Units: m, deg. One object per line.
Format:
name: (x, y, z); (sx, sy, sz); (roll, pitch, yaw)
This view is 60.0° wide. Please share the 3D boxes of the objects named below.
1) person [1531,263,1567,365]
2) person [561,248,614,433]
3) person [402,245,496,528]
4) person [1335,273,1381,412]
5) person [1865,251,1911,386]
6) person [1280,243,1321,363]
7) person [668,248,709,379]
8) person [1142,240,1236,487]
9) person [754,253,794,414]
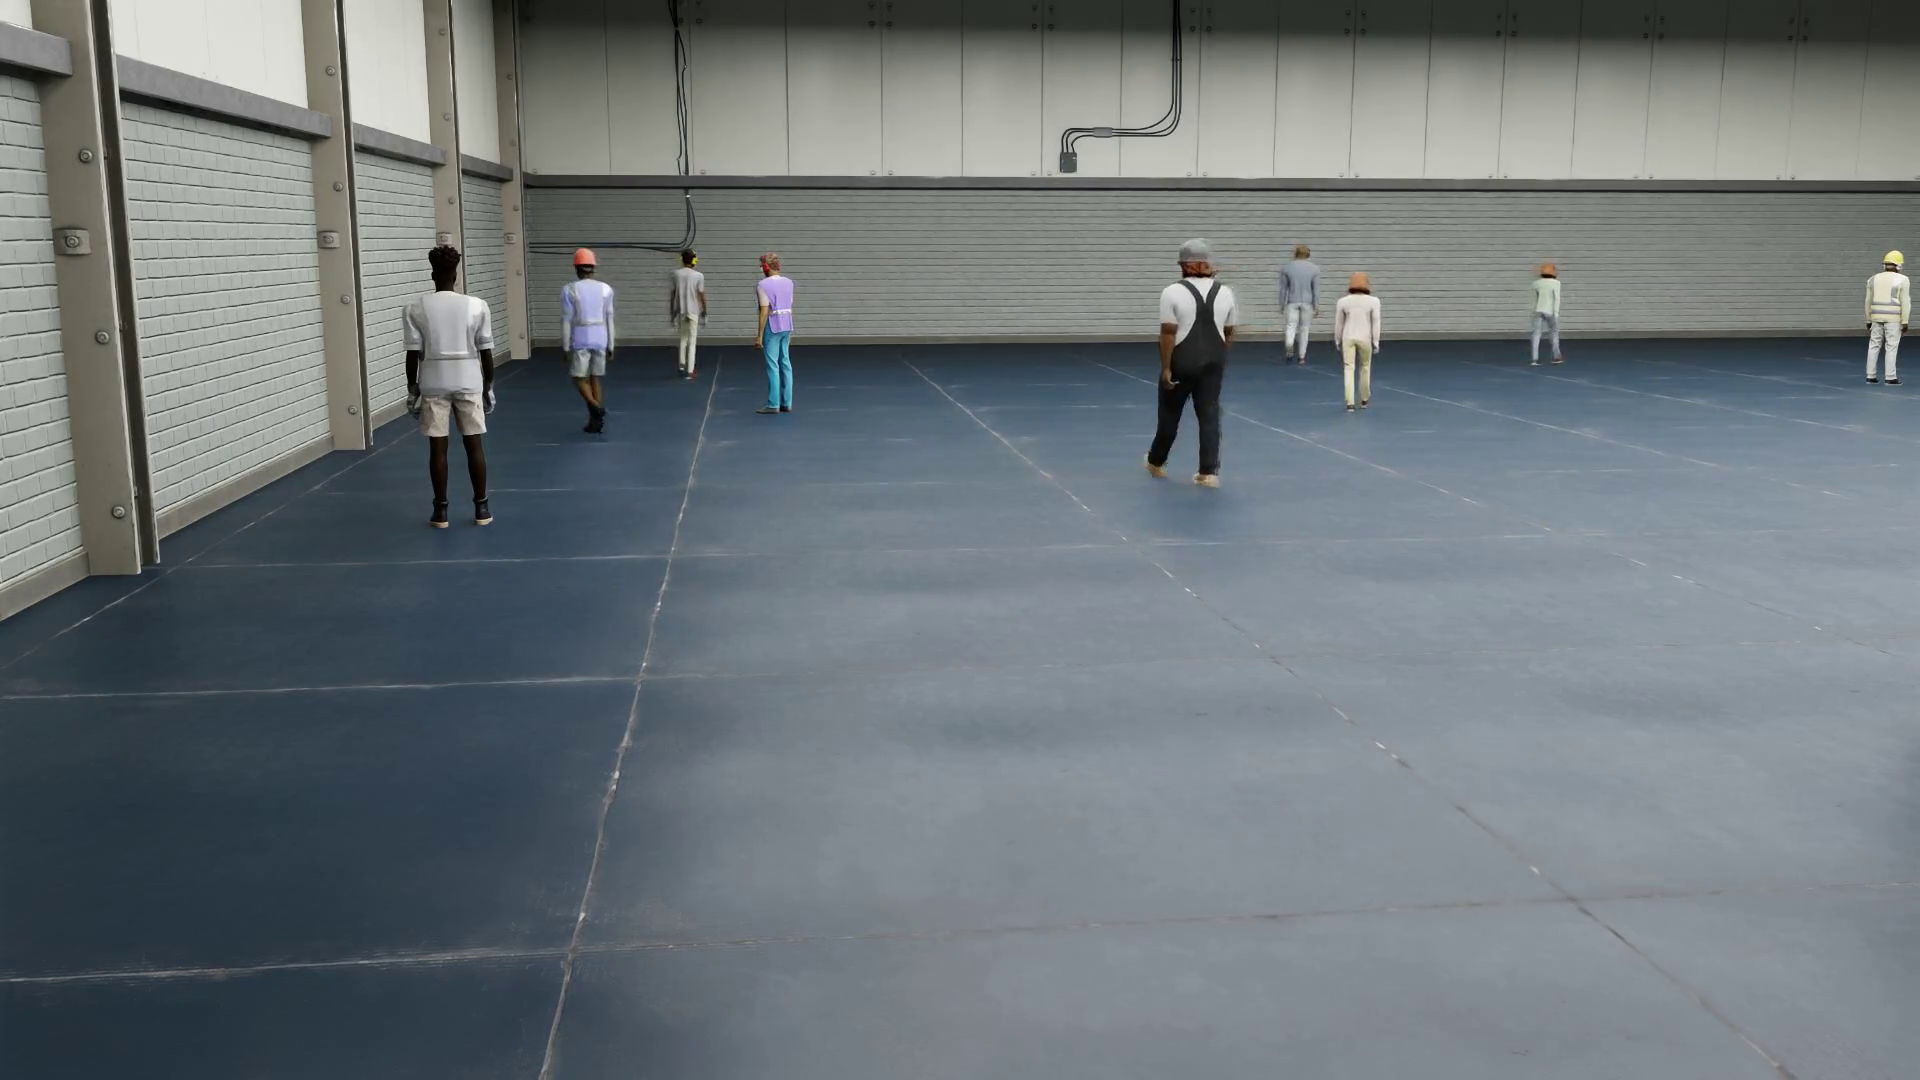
person: (9.388, -3.600, 26.490); (0.790, 1.594, 0.532); (-8, 13, -36)
person: (-3.767, -2.009, 16.952); (0.549, 1.921, 0.673); (-6, 12, -31)
person: (-3.560, -1.067, 11.625); (0.610, 1.964, 0.365); (-4, 11, -20)
person: (4.664, -2.321, 19.501); (0.525, 1.586, 0.828); (4, 11, 19)
person: (12.671, -3.020, 22.702); (0.404, 1.828, 0.600); (-6, 12, -29)
person: (5.412, -3.762, 26.524); (0.636, 1.925, 0.698); (3, 11, 16)
person: (-3.880, -3.232, 23.797); (0.570, 1.854, 0.407); (2, 11, 13)
person: (1.876, -1.490, 13.739); (0.697, 2.000, 1.000); (-4, 11, -19)
person: (-2.116, -2.358, 19.056); (0.389, 1.837, 0.563); (7, 12, 33)
